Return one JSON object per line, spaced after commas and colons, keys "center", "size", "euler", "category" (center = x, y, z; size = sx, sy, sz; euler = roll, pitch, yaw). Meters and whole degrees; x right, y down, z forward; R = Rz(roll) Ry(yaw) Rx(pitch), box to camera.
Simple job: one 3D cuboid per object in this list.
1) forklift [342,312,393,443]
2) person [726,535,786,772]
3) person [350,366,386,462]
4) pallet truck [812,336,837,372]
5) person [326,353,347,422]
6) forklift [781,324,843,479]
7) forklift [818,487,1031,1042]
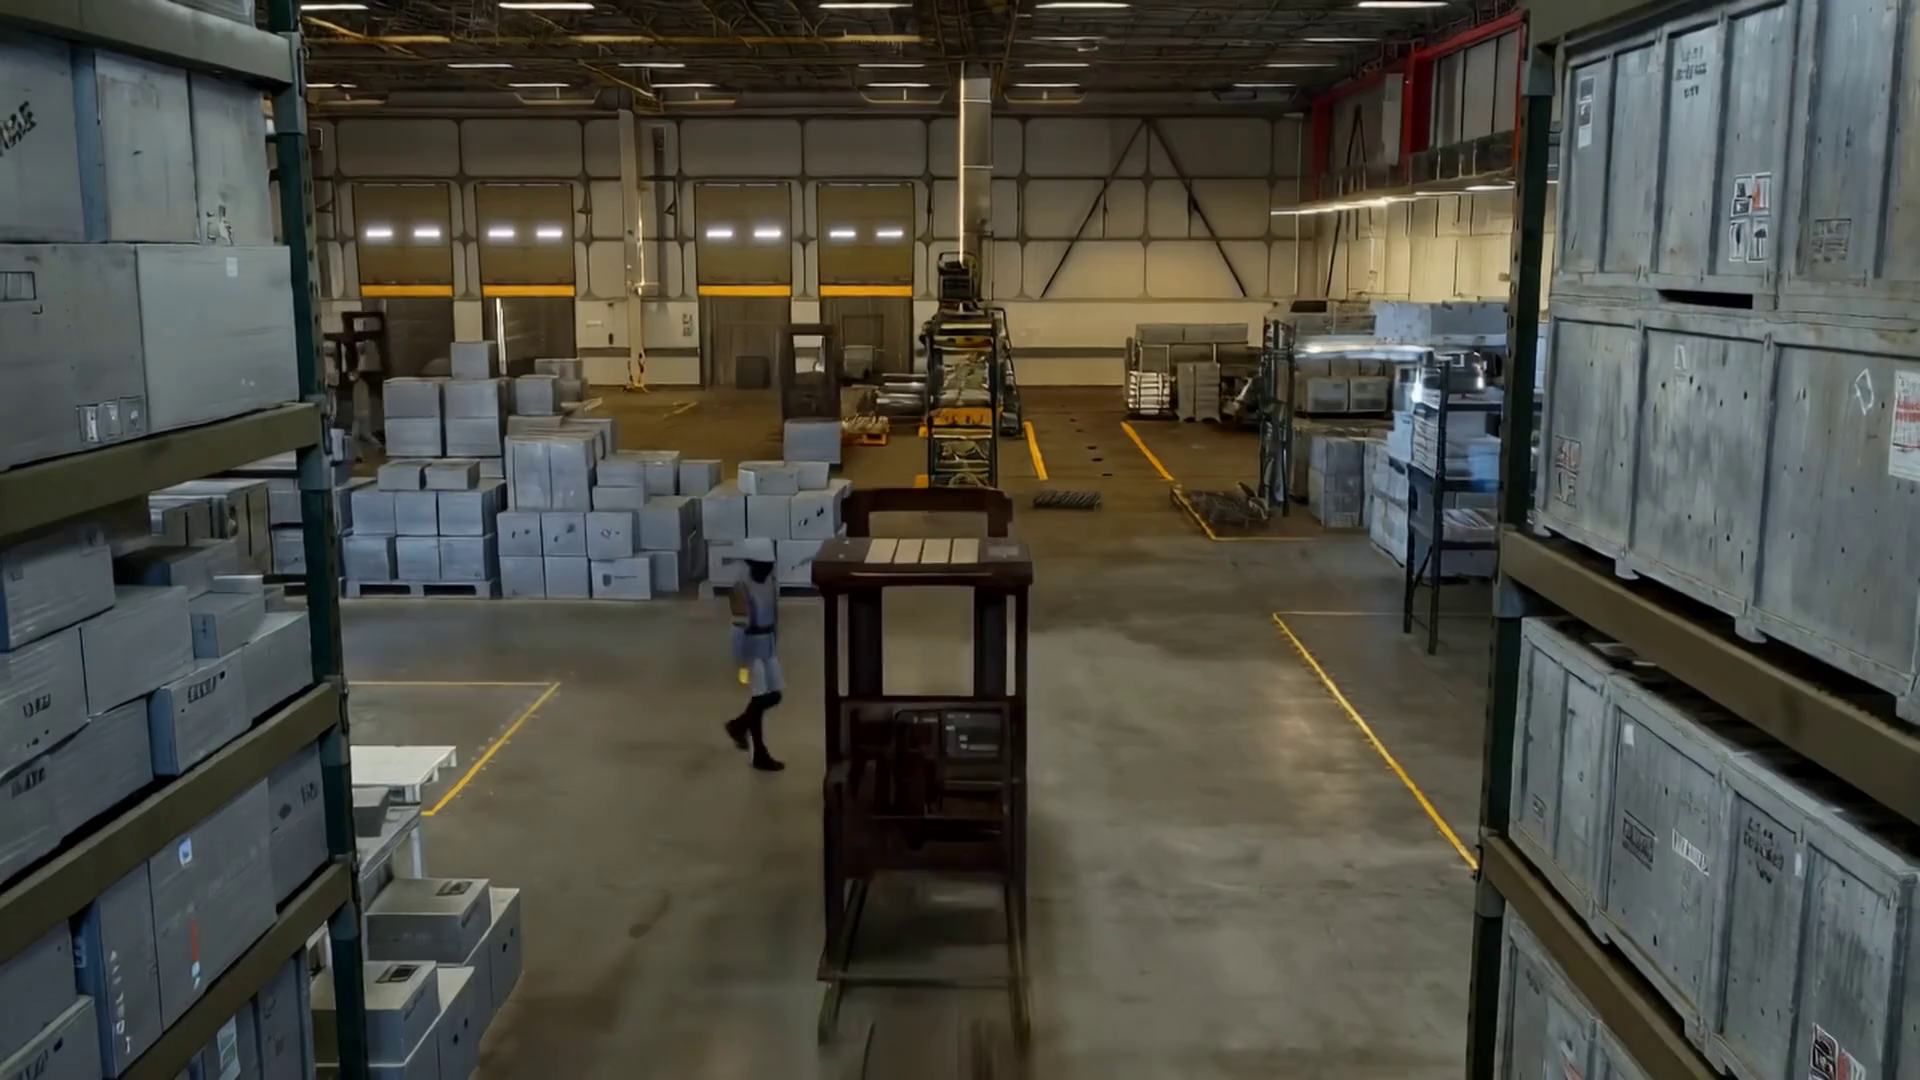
{"center": [-12.964, -3.605, 36.499], "size": [1.129, 2.768, 1.873], "euler": [0, 10, 1], "category": "forklift"}
{"center": [-1.665, 0.892, 13.331], "size": [0.565, 1.917, 0.550], "euler": [6, 12, 32], "category": "person"}
{"center": [-11.695, -2.471, 32.748], "size": [0.797, 1.921, 0.634], "euler": [-3, 10, -15], "category": "person"}
{"center": [-3.021, -4.312, 43.126], "size": [1.885, 1.965, 0.823], "euler": [3, 10, 17], "category": "pallet truck"}
{"center": [-15.137, -3.702, 40.528], "size": [0.537, 1.681, 0.498], "euler": [-8, 12, -38], "category": "person"}
{"center": [-2.741, -2.587, 30.628], "size": [1.129, 2.768, 1.873], "euler": [-1, 10, -6], "category": "forklift"}
{"center": [-0.177, 1.101, 9.352], "size": [1.129, 2.768, 1.873], "euler": [0, 10, 1], "category": "forklift"}
